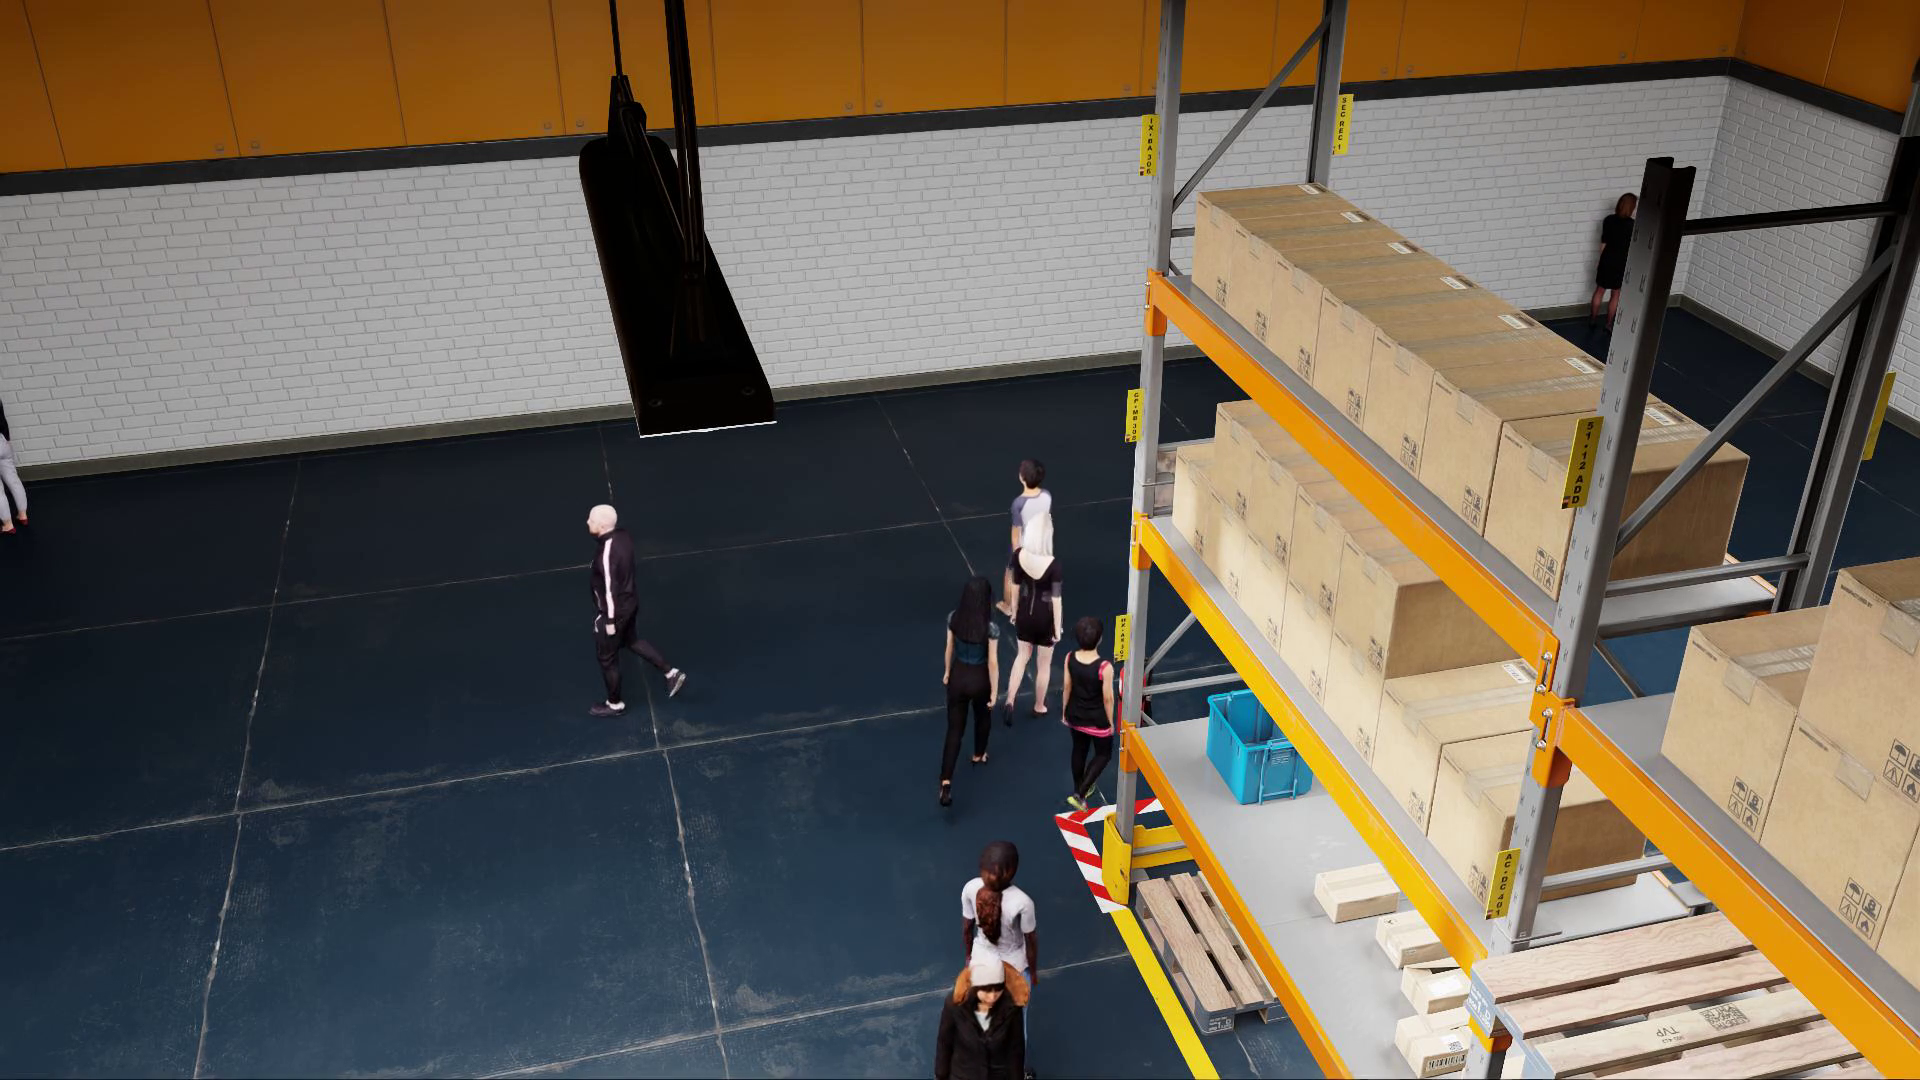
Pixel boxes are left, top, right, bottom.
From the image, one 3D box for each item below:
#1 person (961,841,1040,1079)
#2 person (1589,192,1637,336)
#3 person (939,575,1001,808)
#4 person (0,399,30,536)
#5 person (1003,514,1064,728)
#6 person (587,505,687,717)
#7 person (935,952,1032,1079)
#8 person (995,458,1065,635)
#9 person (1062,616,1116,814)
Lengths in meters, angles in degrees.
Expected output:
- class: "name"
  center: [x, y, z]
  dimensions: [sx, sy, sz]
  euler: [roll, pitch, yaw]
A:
- class: "person"
  center: [0.220, 2.385, 9.248]
  dimensions: [0.670, 1.721, 0.701]
  euler: [11, 30, 19]
- class: "person"
  center: [7.713, -3.257, 19.615]
  dimensions: [0.716, 1.698, 0.592]
  euler: [-24, 37, -37]
- class: "person"
  center: [0.040, 1.080, 11.664]
  dimensions: [0.993, 1.698, 1.156]
  euler: [10, 30, 17]
- class: "person"
  center: [-8.879, -0.809, 15.224]
  dimensions: [0.744, 1.604, 0.642]
  euler: [8, 30, 14]
- class: "person"
  center: [0.523, 0.647, 12.333]
  dimensions: [0.913, 1.818, 0.977]
  euler: [15, 32, 26]
- class: "person"
  center: [-2.494, 0.540, 12.531]
  dimensions: [0.961, 1.817, 1.033]
  euler: [2, 29, 4]
- class: "person"
  center: [0.091, 2.726, 8.725]
  dimensions: [0.648, 1.624, 0.635]
  euler: [-3, 29, -5]
- class: "person"
  center: [0.630, 0.093, 13.654]
  dimensions: [0.759, 1.526, 1.091]
  euler: [-16, 32, -27]
- class: "person"
  center: [0.857, 1.249, 11.520]
  dimensions: [0.778, 1.539, 0.824]
  euler: [19, 34, 31]
